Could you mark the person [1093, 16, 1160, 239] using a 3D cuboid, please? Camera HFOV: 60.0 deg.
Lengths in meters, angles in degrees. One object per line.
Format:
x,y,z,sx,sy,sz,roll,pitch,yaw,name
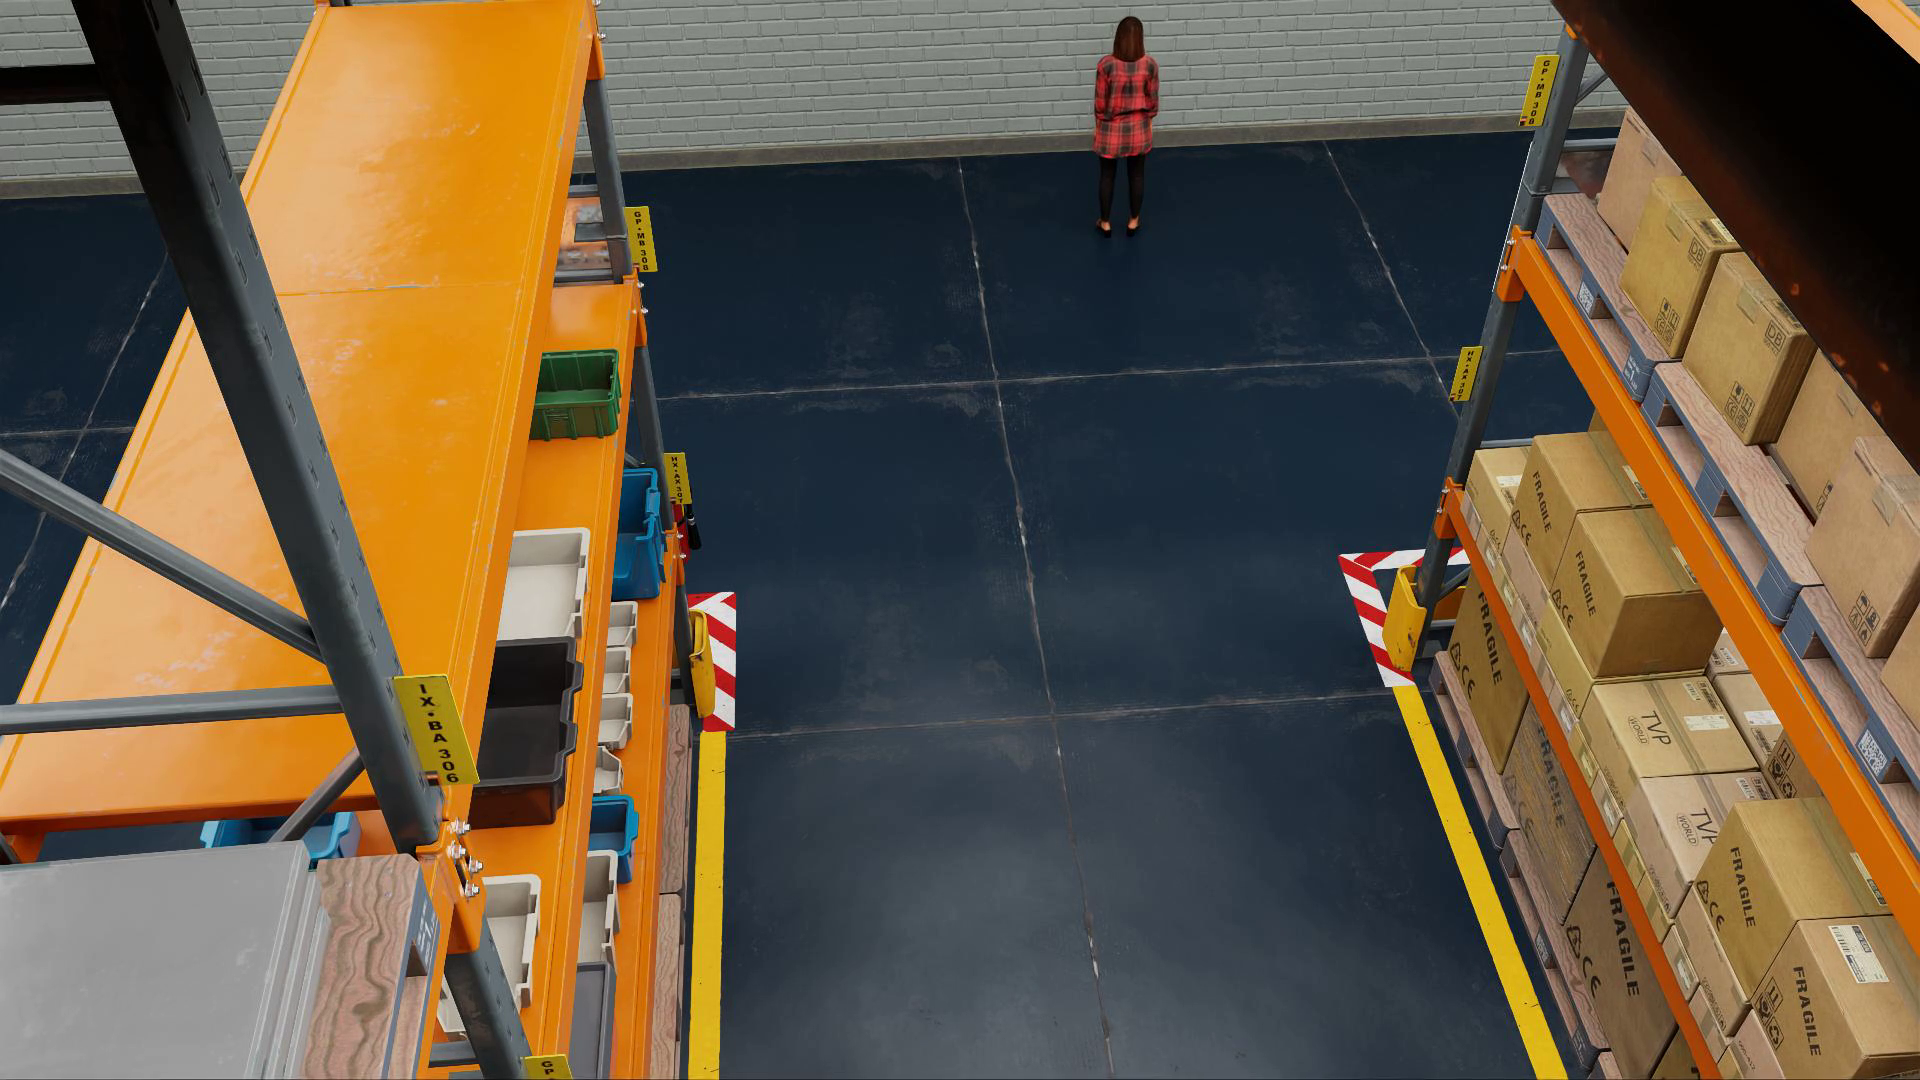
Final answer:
1.182,-2.979,12.046,0.628,1.702,0.568,0,43,0,person
